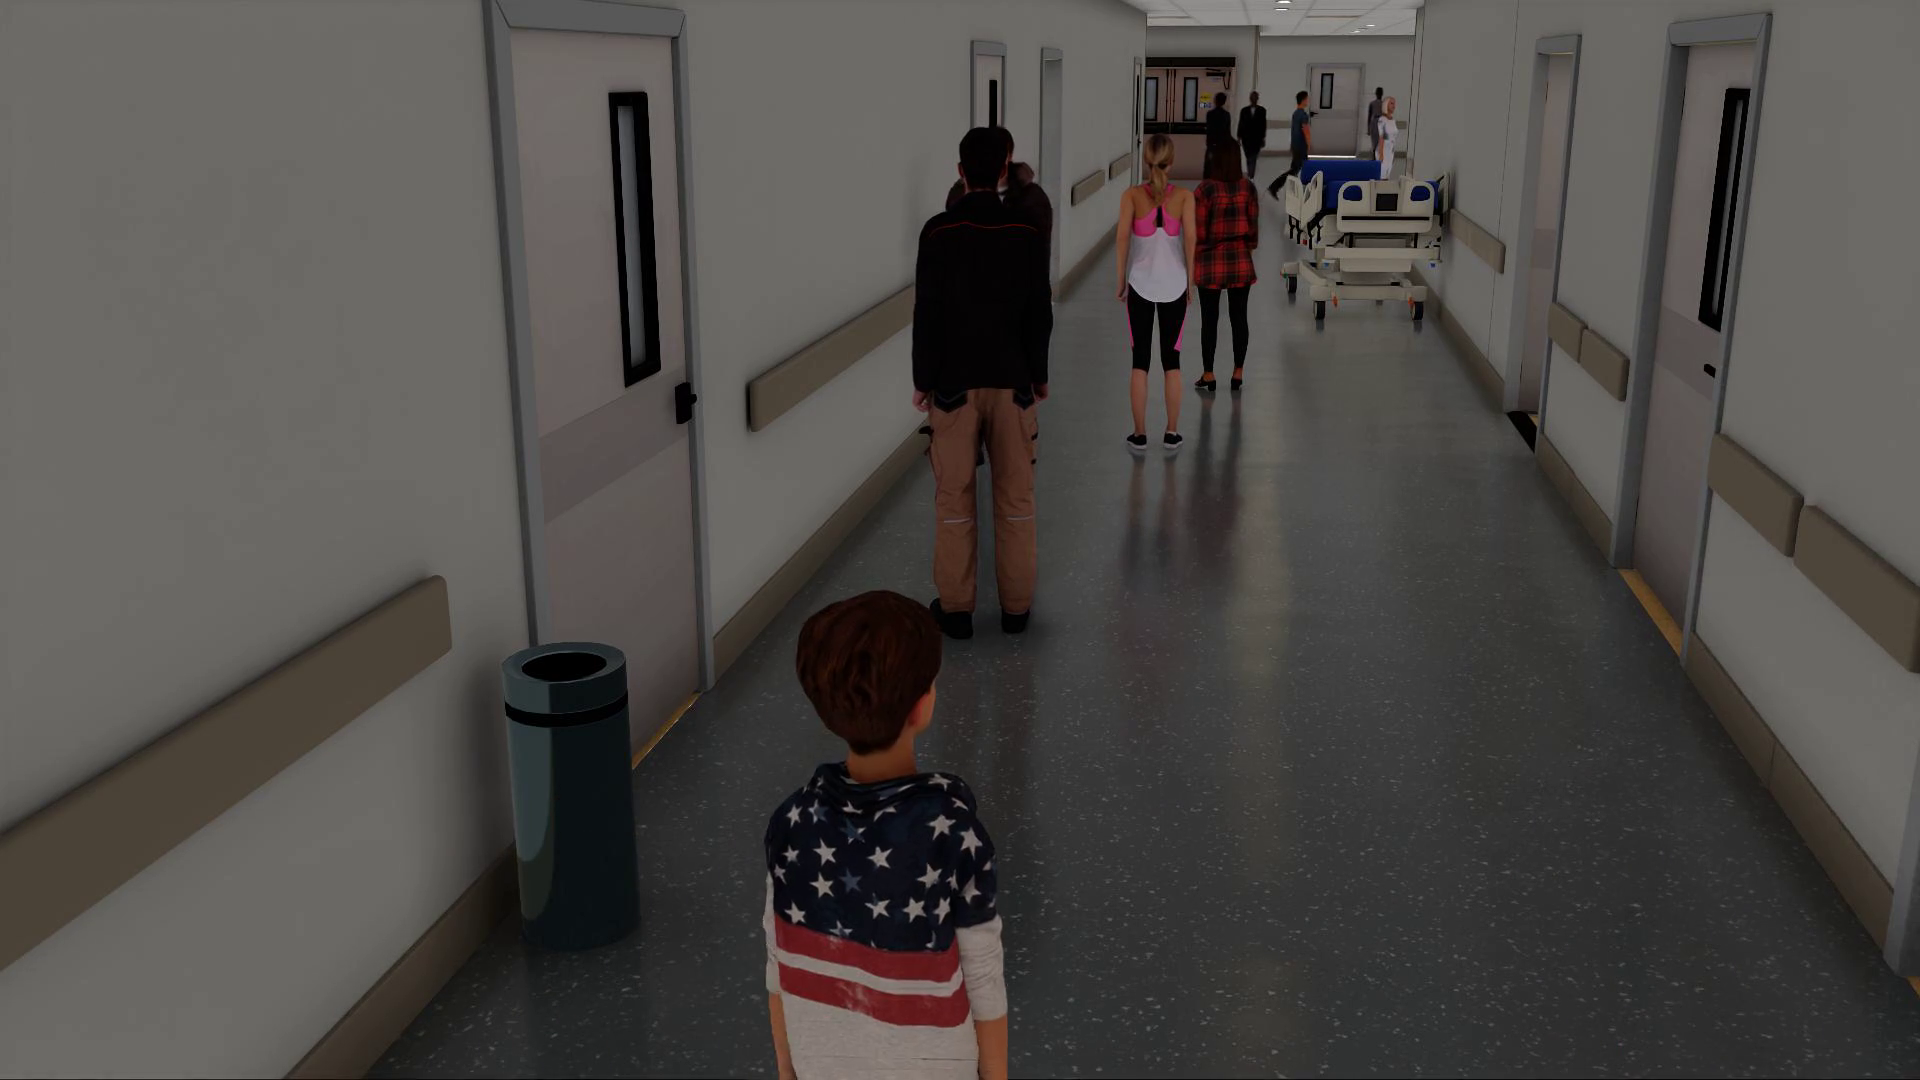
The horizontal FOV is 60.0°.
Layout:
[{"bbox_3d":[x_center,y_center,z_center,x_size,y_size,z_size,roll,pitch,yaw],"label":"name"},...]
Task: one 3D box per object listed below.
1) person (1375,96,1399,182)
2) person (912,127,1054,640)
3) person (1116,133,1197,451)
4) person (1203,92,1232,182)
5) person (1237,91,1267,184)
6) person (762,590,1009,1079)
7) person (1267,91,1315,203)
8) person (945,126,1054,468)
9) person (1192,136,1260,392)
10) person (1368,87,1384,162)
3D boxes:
[{"bbox_3d":[6.612,-6.008,25.881,0.663,1.750,0.646,14,21,40],"label":"person"},{"bbox_3d":[0.075,-0.582,6.316,0.687,1.925,0.846,-4,16,-13],"label":"person"},{"bbox_3d":[1.122,-1.411,9.509,0.478,1.787,0.680,1,16,4],"label":"person"},{"bbox_3d":[3.868,-5.715,24.783,1.036,1.783,0.966,-8,17,-25],"label":"person"},{"bbox_3d":[5.500,-7.497,31.235,1.136,1.713,0.863,6,17,19],"label":"person"},{"bbox_3d":[-0.122,0.788,2.377,0.831,1.425,0.737,8,18,26],"label":"person"},{"bbox_3d":[5.484,-6.421,27.292,1.173,1.781,0.780,0,16,-1],"label":"person"},{"bbox_3d":[0.212,-1.325,9.176,1.062,1.802,0.879,1,16,4],"label":"person"},{"bbox_3d":[1.796,-1.875,11.310,0.592,1.703,0.734,-2,16,-7],"label":"person"},{"bbox_3d":[8.999,-8.824,35.831,0.772,1.772,0.790,7,17,23],"label":"person"}]
